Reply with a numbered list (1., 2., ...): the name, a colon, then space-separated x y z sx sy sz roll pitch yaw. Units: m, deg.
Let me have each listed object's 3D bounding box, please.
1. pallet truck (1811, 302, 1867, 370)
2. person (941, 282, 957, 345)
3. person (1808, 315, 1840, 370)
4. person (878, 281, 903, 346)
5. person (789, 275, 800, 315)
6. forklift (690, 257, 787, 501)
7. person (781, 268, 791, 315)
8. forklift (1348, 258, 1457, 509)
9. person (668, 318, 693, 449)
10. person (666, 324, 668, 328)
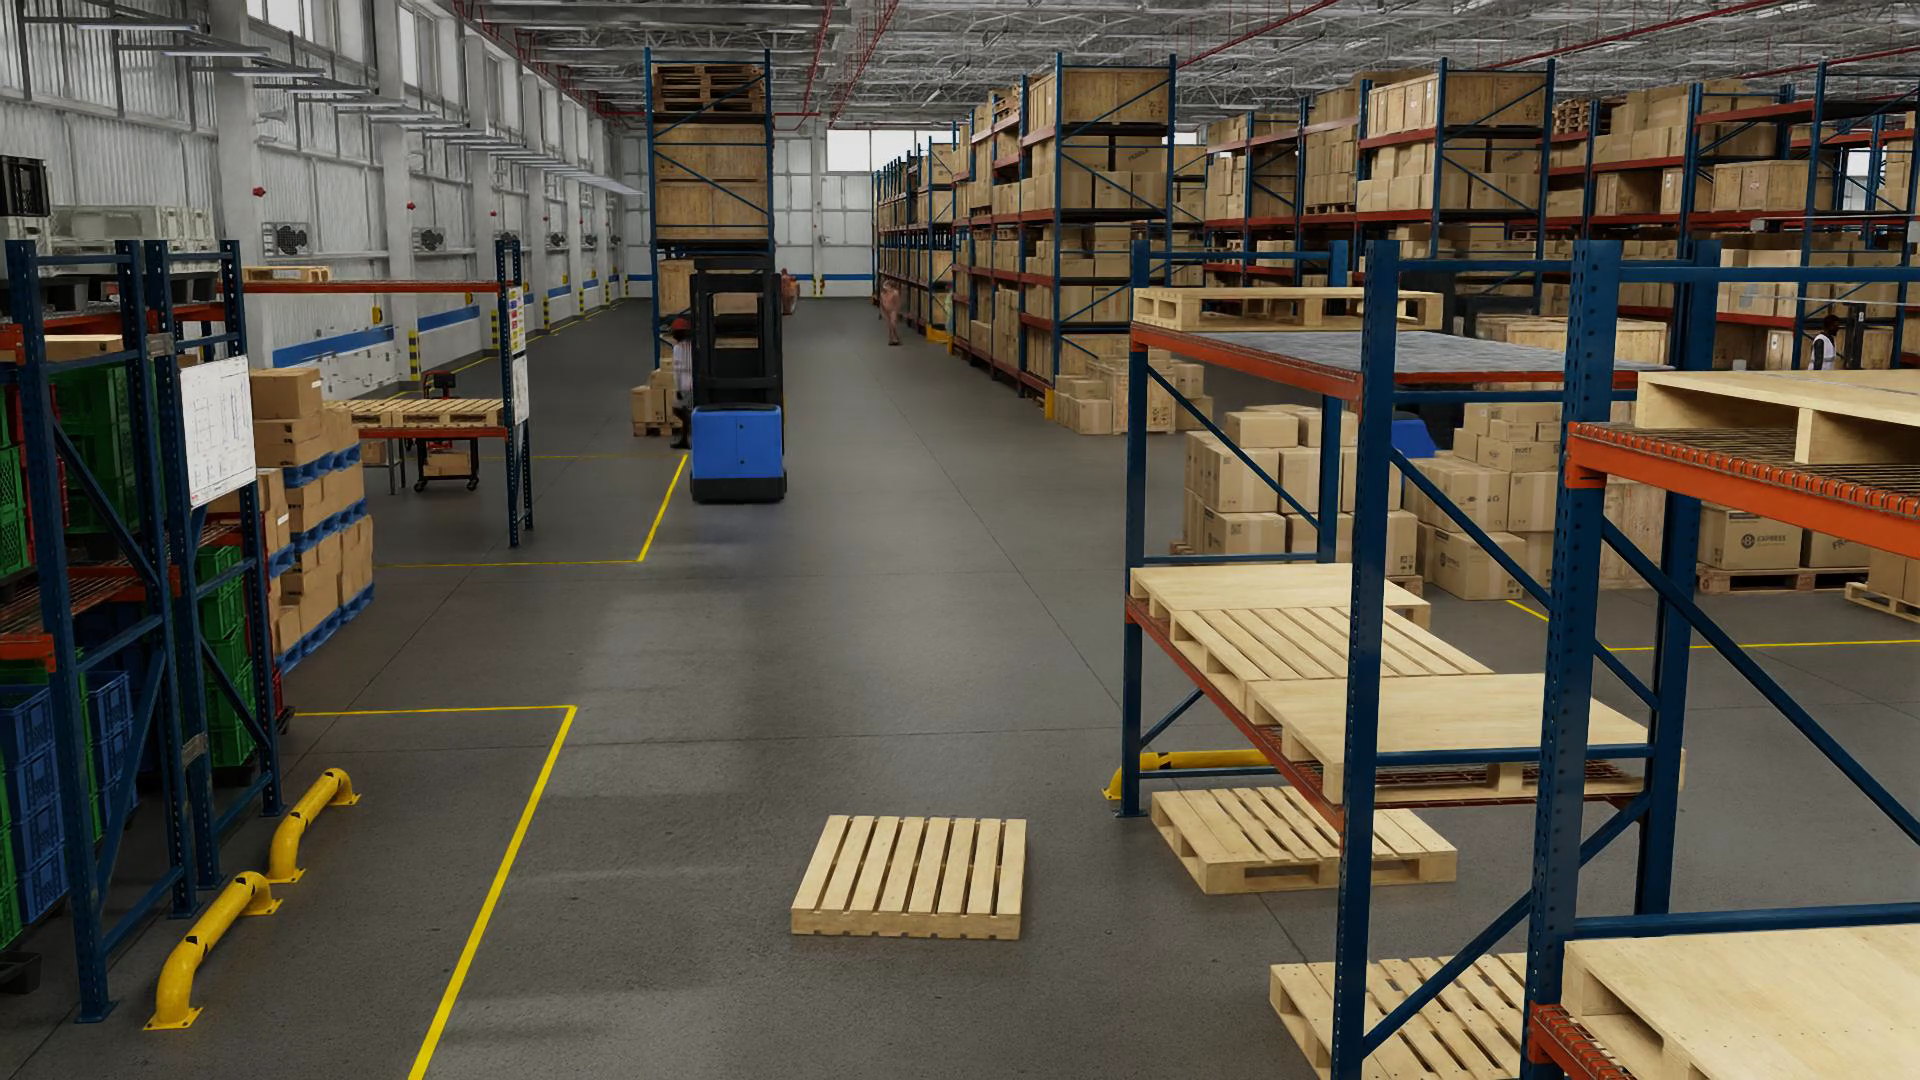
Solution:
1. pallet truck: 15.846 -3.142 28.793 1.885 1.965 0.823 2 10 12
2. person: -0.207 -6.588 48.360 0.621 1.823 0.587 -2 10 -9
3. person: 13.133 -2.475 25.347 0.397 1.911 0.587 10 14 43
4. person: -2.017 -6.533 47.986 0.671 1.850 0.759 9 13 40
5. person: -6.767 -9.943 67.556 0.519 1.604 0.716 3 11 15
6. forklift: -2.648 -1.951 19.746 1.129 2.768 1.873 -1 10 -6
7. person: -7.100 -10.038 67.253 0.408 1.906 0.654 4 11 23
8. forklift: 5.116 -1.729 18.512 1.873 2.768 1.129 -1 10 -7
9. person: -3.946 -2.248 24.061 0.568 1.923 0.558 3 11 18
10. person: -7.493 -5.706 43.823 0.542 1.697 0.316 -8 13 -37
